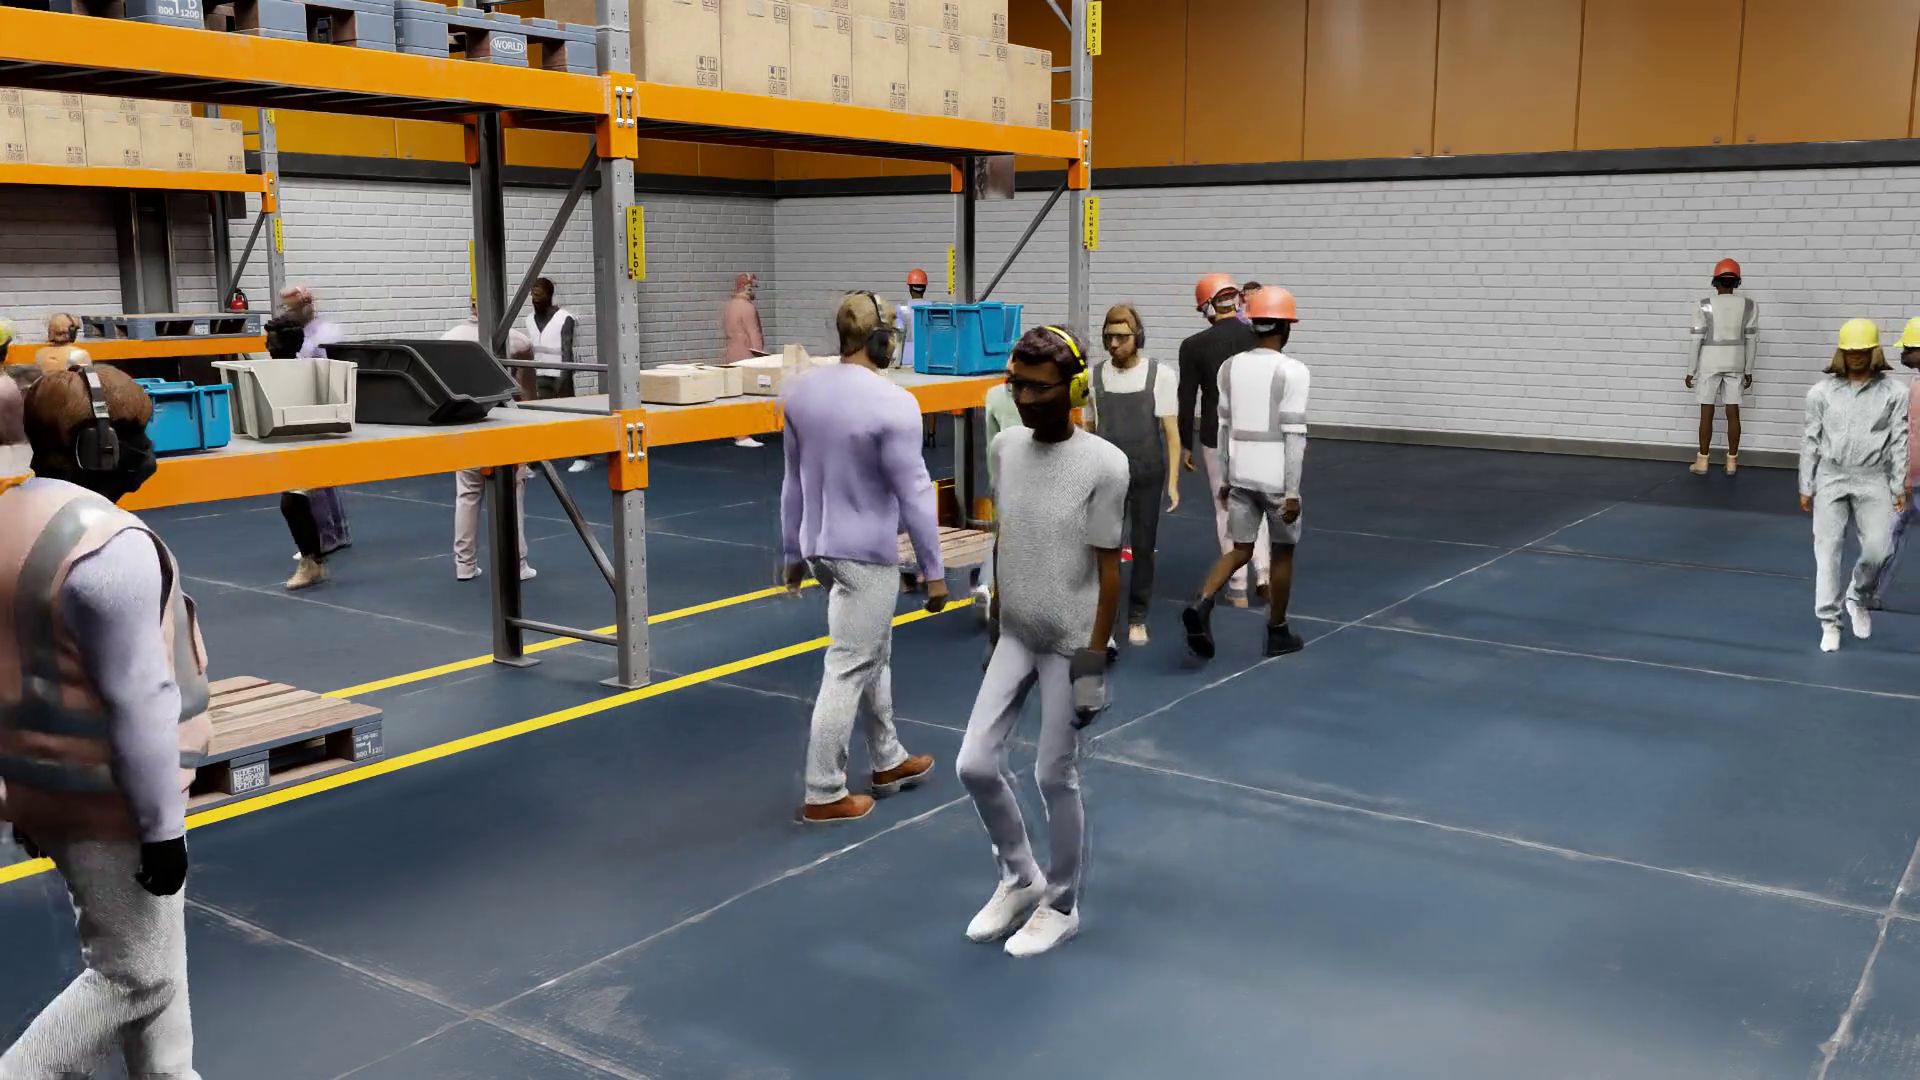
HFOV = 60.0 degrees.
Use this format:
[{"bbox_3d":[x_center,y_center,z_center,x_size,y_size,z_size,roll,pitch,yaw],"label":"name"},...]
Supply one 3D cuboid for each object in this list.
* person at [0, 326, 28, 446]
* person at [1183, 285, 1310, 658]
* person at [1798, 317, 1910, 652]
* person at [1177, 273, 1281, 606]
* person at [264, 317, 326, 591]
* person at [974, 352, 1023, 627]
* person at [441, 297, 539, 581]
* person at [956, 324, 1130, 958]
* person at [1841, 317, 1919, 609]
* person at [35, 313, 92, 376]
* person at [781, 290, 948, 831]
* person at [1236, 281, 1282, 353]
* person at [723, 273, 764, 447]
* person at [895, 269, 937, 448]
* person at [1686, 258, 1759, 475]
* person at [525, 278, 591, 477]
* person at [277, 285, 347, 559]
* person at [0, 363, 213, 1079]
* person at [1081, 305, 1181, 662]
[{"bbox_3d":[-5.155,-0.317,8.858,0.895,1.713,0.549,-6,11,-30],"label":"person"},{"bbox_3d":[1.469,-0.316,8.339,0.788,1.913,0.545,-9,13,-44],"label":"person"},{"bbox_3d":[4.627,-0.284,8.631,0.514,1.730,0.389,4,10,24],"label":"person"},{"bbox_3d":[1.618,-0.588,9.807,0.699,1.949,0.497,-1,10,-4],"label":"person"},{"bbox_3d":[-4.109,-0.518,10.175,0.559,1.677,0.487,7,12,36],"label":"person"},{"bbox_3d":[0.331,-0.299,9.061,0.510,1.615,0.619,5,11,29],"label":"person"},{"bbox_3d":[-2.960,-0.679,10.534,0.644,1.896,0.397,1,10,8],"label":"person"},{"bbox_3d":[0.230,0.313,4.746,0.543,1.844,0.475,9,13,41],"label":"person"},{"bbox_3d":[5.448,-0.389,9.331,0.927,1.719,0.523,8,12,39],"label":"person"},{"bbox_3d":[-6.803,-0.917,12.726,0.514,1.627,0.364,2,10,12],"label":"person"},{"bbox_3d":[-0.274,0.064,6.036,0.853,1.906,0.664,-8,13,-41],"label":"person"},{"bbox_3d":[2.956,-1.692,16.753,0.580,1.824,0.620,2,10,10],"label":"person"},{"bbox_3d":[-2.315,-1.949,18.097,0.422,1.894,0.667,-4,10,-24],"label":"person"},{"bbox_3d":[-0.457,-1.947,17.941,0.550,1.937,0.357,-3,10,-20],"label":"person"},{"bbox_3d":[7.204,-1.634,15.764,0.605,2.045,0.377,2,10,9],"label":"person"},{"bbox_3d":[-3.848,-1.530,15.682,0.605,1.863,1.004,5,11,26],"label":"person"},{"bbox_3d":[-4.377,-0.792,11.313,0.682,1.859,0.564,9,13,42],"label":"person"},{"bbox_3d":[-1.862,0.545,3.460,0.631,1.815,0.735,9,13,43],"label":"person"},{"bbox_3d":[0.851,-0.282,8.452,0.532,1.790,0.970,2,10,9],"label":"person"}]
